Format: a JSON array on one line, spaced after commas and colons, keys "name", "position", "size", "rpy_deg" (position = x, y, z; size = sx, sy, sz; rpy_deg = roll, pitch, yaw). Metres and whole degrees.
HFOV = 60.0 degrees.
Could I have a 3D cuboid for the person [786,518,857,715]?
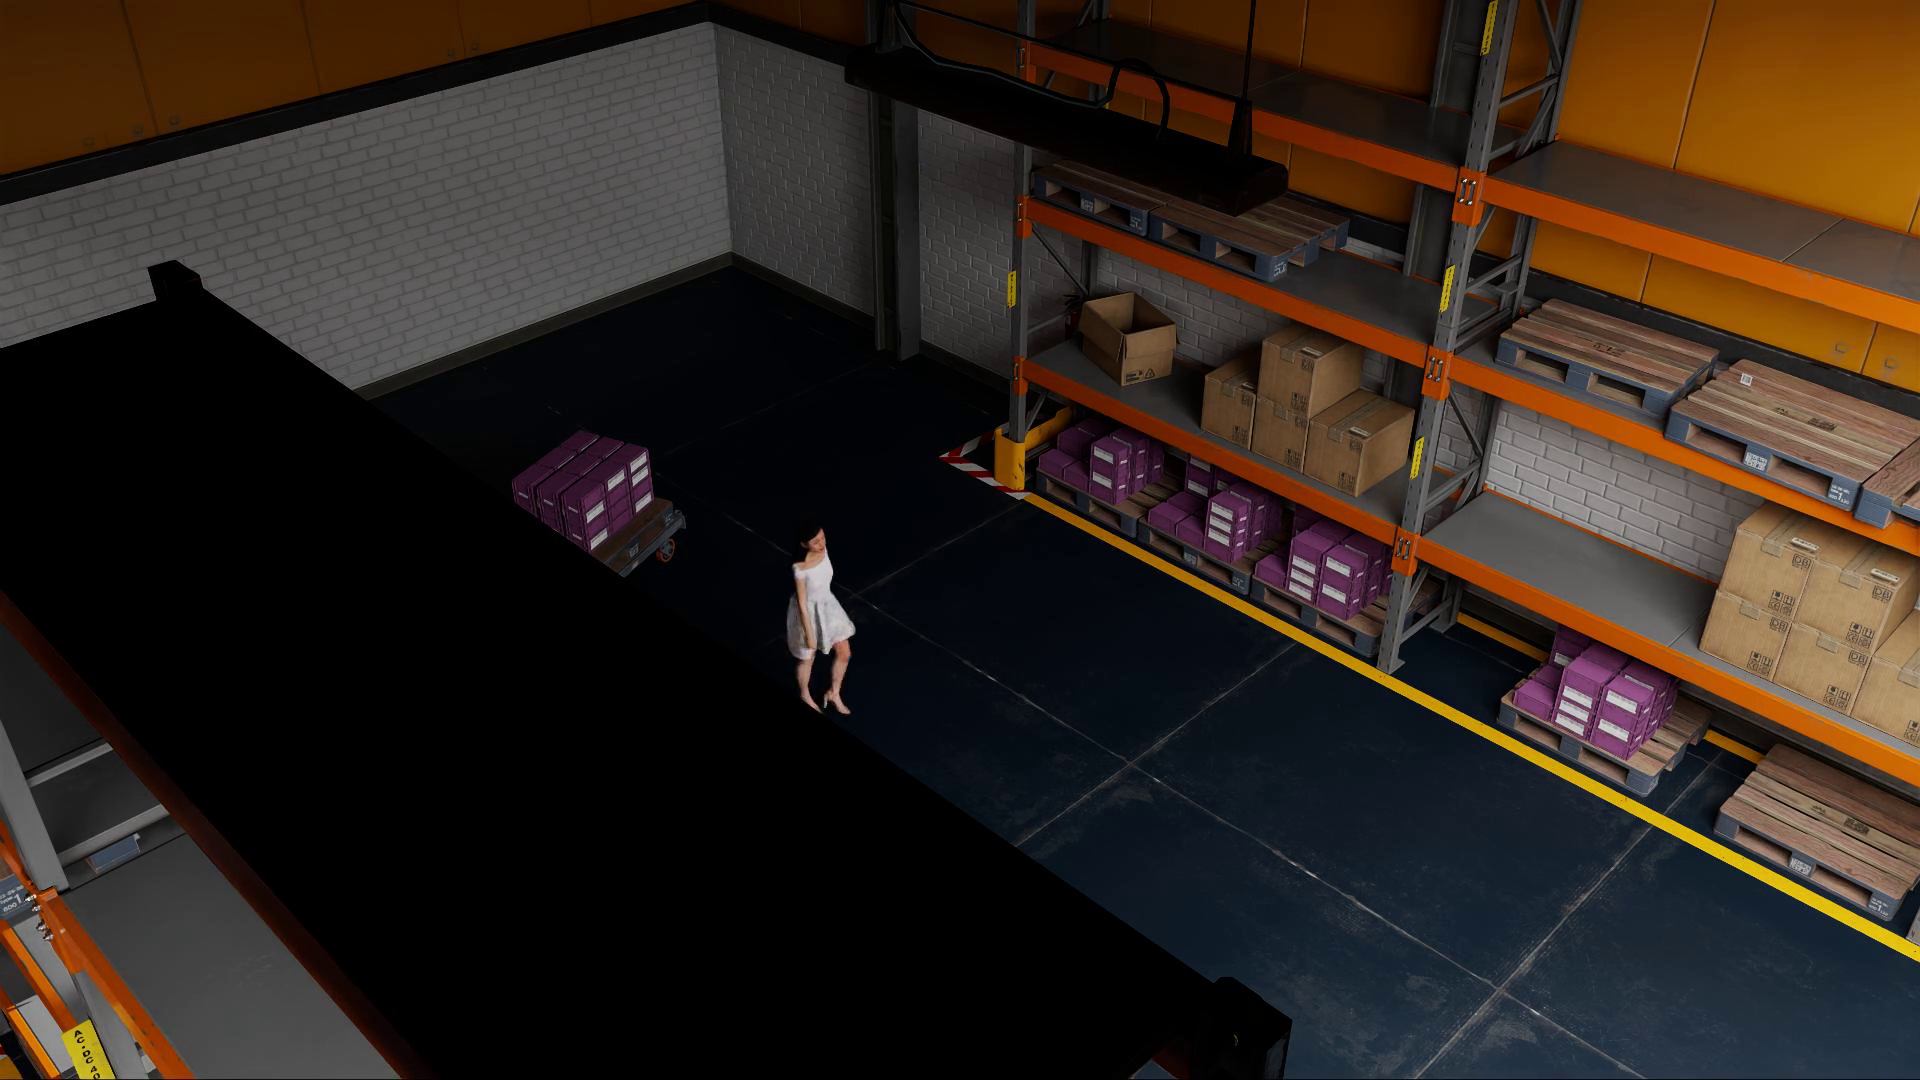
[{"name": "person", "position": [-1.134, 0.573, 12.148], "size": [0.787, 1.759, 0.714], "rpy_deg": [18, 38, 25]}]
